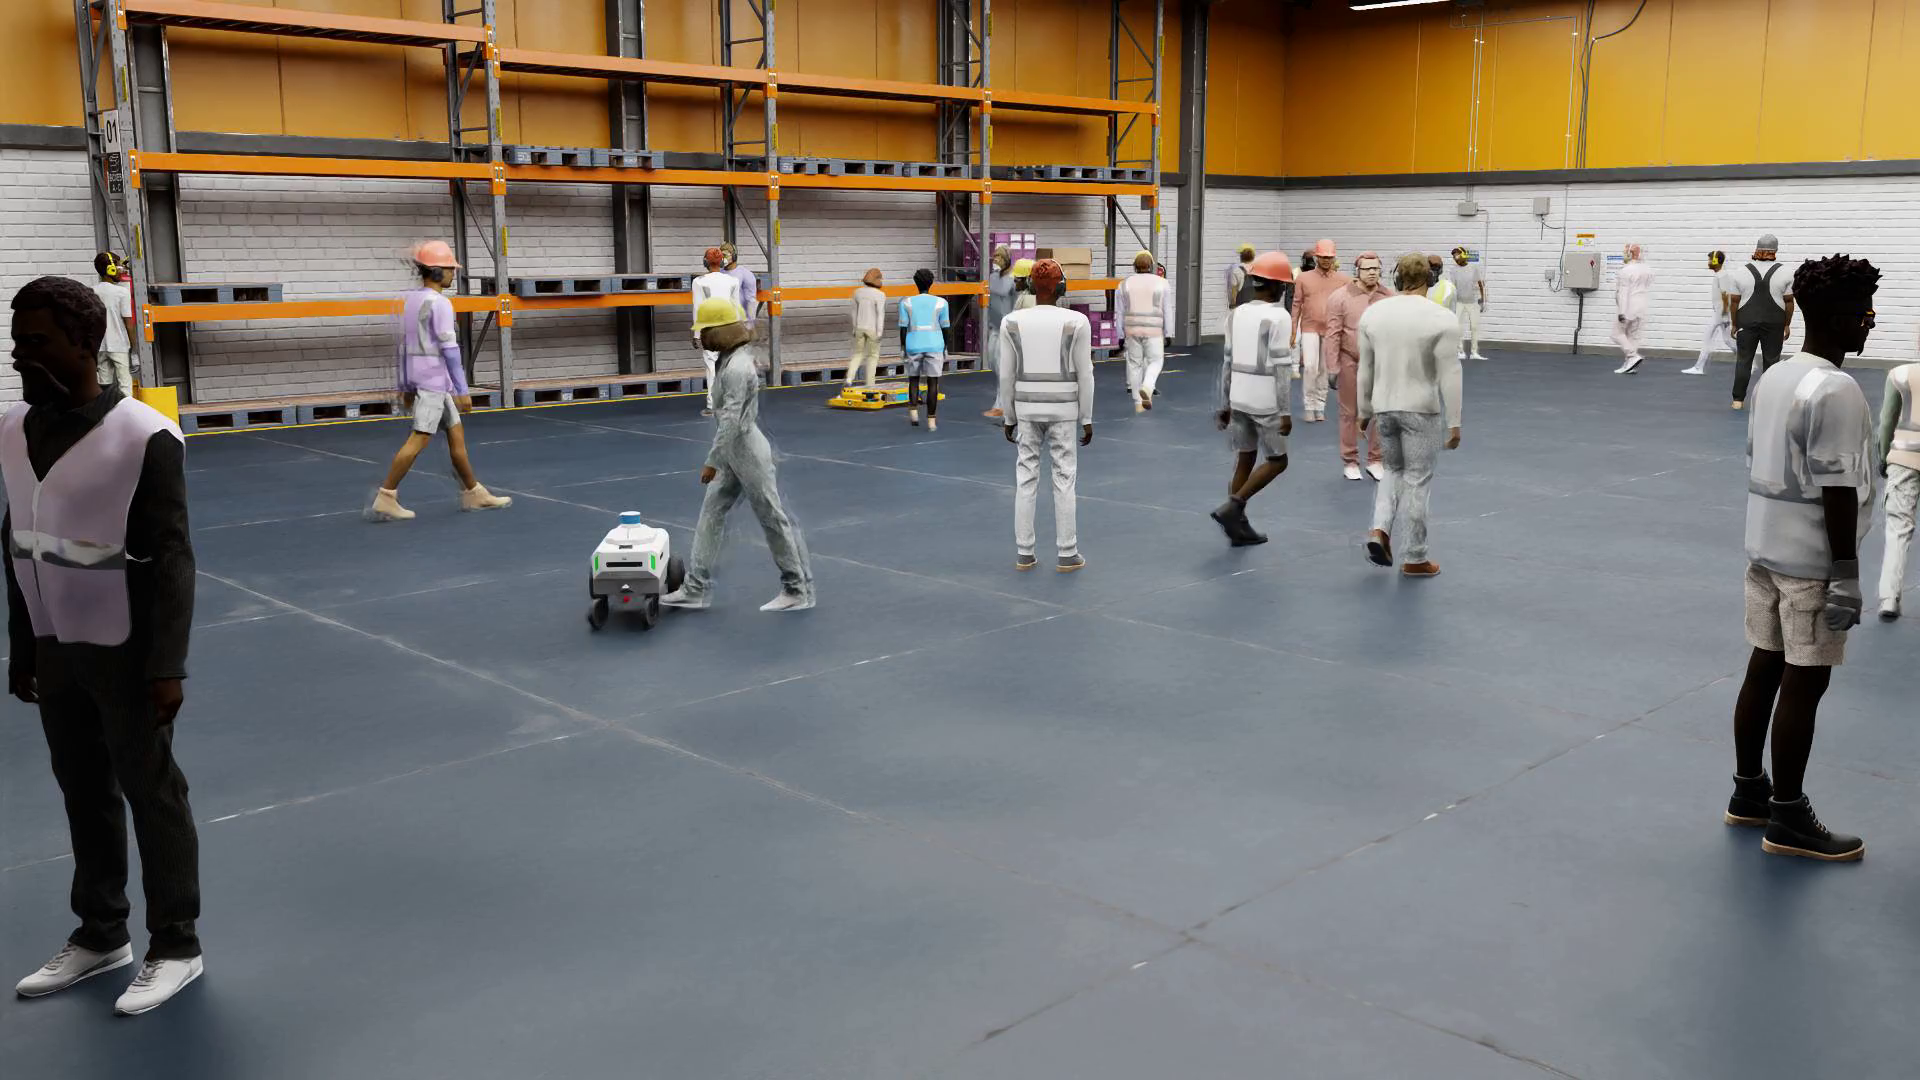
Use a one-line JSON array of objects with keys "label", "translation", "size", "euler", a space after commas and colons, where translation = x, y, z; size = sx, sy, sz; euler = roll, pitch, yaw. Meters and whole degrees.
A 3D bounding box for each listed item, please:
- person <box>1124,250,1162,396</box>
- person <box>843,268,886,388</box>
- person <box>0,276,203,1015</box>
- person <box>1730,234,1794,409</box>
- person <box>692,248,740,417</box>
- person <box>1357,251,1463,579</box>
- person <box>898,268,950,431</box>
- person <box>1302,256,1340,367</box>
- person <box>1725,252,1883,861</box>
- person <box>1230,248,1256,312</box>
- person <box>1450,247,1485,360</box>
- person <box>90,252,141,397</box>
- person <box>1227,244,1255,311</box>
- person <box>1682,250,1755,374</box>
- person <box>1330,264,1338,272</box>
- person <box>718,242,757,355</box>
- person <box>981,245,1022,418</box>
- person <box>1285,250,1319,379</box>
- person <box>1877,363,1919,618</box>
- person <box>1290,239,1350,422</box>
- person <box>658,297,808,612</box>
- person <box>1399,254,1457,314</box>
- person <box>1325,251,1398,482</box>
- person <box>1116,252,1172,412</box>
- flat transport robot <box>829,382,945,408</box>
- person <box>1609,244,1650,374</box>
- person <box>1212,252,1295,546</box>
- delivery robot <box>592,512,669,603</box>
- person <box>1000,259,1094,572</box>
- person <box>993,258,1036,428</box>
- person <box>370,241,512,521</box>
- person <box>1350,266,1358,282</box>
[{"label": "person", "translation": [2.296, -2.722, 20.952], "size": [0.590, 1.835, 0.404], "euler": [10, 14, 43]}, {"label": "person", "translation": [-1.217, -2.661, 21.234], "size": [0.525, 1.605, 0.534], "euler": [7, 12, 33]}, {"label": "person", "translation": [-2.251, 0.276, 4.369], "size": [0.587, 1.920, 0.393], "euler": [4, 11, 22]}, {"label": "person", "translation": [9.320, -2.533, 19.356], "size": [0.684, 2.000, 0.538], "euler": [6, 12, 29]}, {"label": "person", "translation": [-2.723, -2.314, 18.596], "size": [0.574, 1.882, 0.358], "euler": [-7, 12, -33]}, {"label": "person", "translation": [2.665, -0.733, 9.850], "size": [0.442, 1.927, 0.685], "euler": [-10, 14, -43]}, {"label": "person", "translation": [-0.367, -1.977, 17.311], "size": [0.534, 1.684, 0.432], "euler": [1, 10, 4]}, {"label": "person", "translation": [5.598, -3.501, 25.530], "size": [0.728, 1.714, 0.552], "euler": [-2, 11, -10]}, {"label": "person", "translation": [2.784, 0.052, 5.463], "size": [0.367, 1.966, 0.606], "euler": [0, 10, 2]}, {"label": "person", "translation": [4.593, -3.752, 26.601], "size": [0.531, 1.825, 0.406], "euler": [0, 10, 2]}, {"label": "person", "translation": [8.297, -3.848, 27.122], "size": [0.666, 1.834, 0.357], "euler": [6, 12, 29]}, {"label": "person", "translation": [-7.887, -1.736, 15.495], "size": [0.519, 1.865, 0.335], "euler": [2, 11, 9]}, {"label": "person", "translation": [4.680, -3.935, 27.477], "size": [0.612, 1.864, 1.005], "euler": [7, 13, 34]}, {"label": "person", "translation": [11.093, -3.286, 24.122], "size": [0.948, 1.814, 0.597], "euler": [6, 12, 31]}, {"label": "person", "translation": [5.560, -3.420, 25.378], "size": [0.338, 1.605, 0.773], "euler": [0, 10, 0]}, {"label": "person", "translation": [-2.675, -2.510, 19.506], "size": [0.636, 1.938, 0.354], "euler": [6, 12, 28]}, {"label": "person", "translation": [0.584, -2.313, 18.496], "size": [0.705, 1.911, 0.654], "euler": [-5, 12, -26]}, {"label": "person", "translation": [4.876, -3.144, 23.342], "size": [0.650, 1.810, 0.857], "euler": [-1, 10, -6]}, {"label": "person", "translation": [5.169, -0.390, 8.889], "size": [0.512, 1.594, 0.864], "euler": [7, 13, 34]}, {"label": "person", "translation": [3.914, -2.243, 17.947], "size": [0.654, 1.970, 0.704], "euler": [0, 10, 2]}, {"label": "person", "translation": [-1.228, -0.428, 8.823], "size": [0.911, 1.690, 0.485], "euler": [-4, 11, -19]}, {"label": "person", "translation": [5.011, -2.159, 17.917], "size": [0.641, 1.823, 0.540], "euler": [2, 11, 9]}, {"label": "person", "translation": [3.311, -1.406, 13.618], "size": [0.661, 1.883, 0.621], "euler": [-1, 10, -4]}, {"label": "person", "translation": [2.082, -2.348, 18.921], "size": [0.641, 1.829, 0.609], "euler": [3, 11, 17]}, {"label": "flat transport robot", "translation": [-0.861, -1.739, 19.855], "size": [0.652, 0.197, 1.431], "euler": [7, 13, 35]}, {"label": "person", "translation": [9.778, -3.362, 24.264], "size": [0.640, 1.899, 0.465], "euler": [-7, 13, -35]}, {"label": "person", "translation": [1.877, -0.879, 10.680], "size": [0.544, 1.919, 0.621], "euler": [-7, 12, -32]}, {"label": "delivery robot", "translation": [-1.740, 0.094, 8.820], "size": [0.477, 0.478, 0.707], "euler": [-1, 11, -5]}, {"label": "person", "translation": [0.525, -0.743, 10.027], "size": [0.576, 1.882, 0.355], "euler": [3, 11, 16]}, {"label": "person", "translation": [0.786, -2.044, 17.403], "size": [0.808, 1.791, 0.581], "euler": [2, 11, 11]}, {"label": "person", "translation": [-3.786, -1.133, 11.891], "size": [1.059, 1.990, 0.628], "euler": [-7, 13, -35]}, {"label": "person", "translation": [5.912, -3.333, 24.784], "size": [0.543, 1.631, 0.913], "euler": [8, 13, 37]}]
